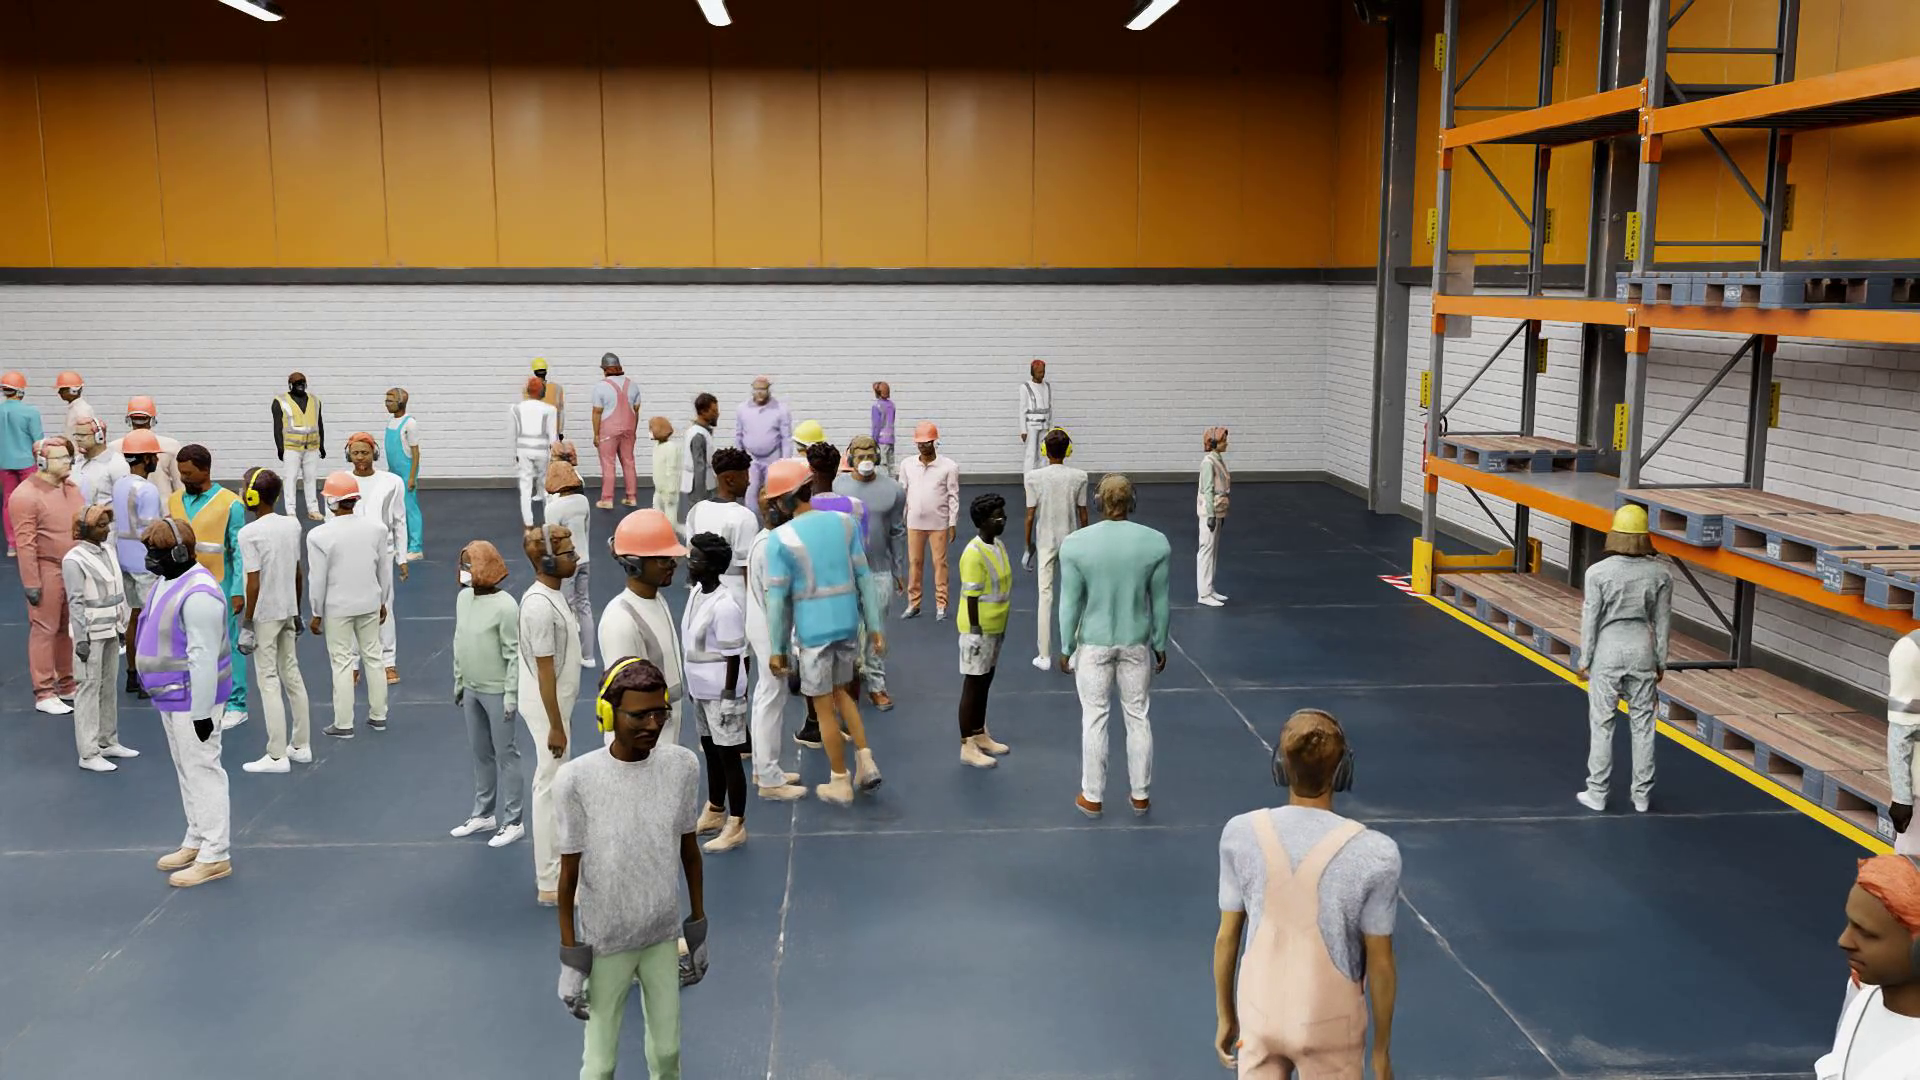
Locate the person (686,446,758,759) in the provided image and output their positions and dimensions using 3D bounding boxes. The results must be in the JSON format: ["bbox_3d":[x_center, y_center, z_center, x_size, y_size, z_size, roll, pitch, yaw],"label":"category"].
[{"bbox_3d":[-1.458,0.389,10.457,0.609,1.960,0.369,8,12,42],"label":"person"}]

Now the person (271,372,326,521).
[{"bbox_3d":[-8.099,-1.140,20.441,0.429,1.845,0.622,9,13,44],"label":"person"}]

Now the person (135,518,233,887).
[{"bbox_3d":[-3.871,0.796,8.322,0.429,1.837,0.624,-7,12,-38],"label":"person"}]

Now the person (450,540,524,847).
[{"bbox_3d":[-2.520,0.809,8.851,0.499,1.634,0.279,7,11,36],"label":"person"}]

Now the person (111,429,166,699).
[{"bbox_3d":[-5.850,0.166,11.976,0.544,1.931,0.392,8,12,42],"label":"person"}]

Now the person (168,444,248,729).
[{"bbox_3d":[-5.034,0.305,11.147,0.597,1.912,0.383,3,9,17],"label":"person"}]

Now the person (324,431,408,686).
[{"bbox_3d":[-4.373,0.141,12.268,0.573,1.883,0.357,-3,10,-18],"label":"person"}]

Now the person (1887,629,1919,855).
[{"bbox_3d":[4.047,0.993,6.798,0.585,1.922,0.378,-3,10,-19],"label":"person"}]

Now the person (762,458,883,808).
[{"bbox_3d":[-0.819,0.528,9.510,0.654,1.988,0.611,-8,12,-40],"label":"person"}]

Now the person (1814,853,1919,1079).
[{"bbox_3d":[1.934,1.551,3.450,0.351,1.878,0.569,2,9,11],"label":"person"}]

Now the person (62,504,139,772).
[{"bbox_3d":[-5.296,0.590,10.217,0.309,1.636,0.523,0,9,-1],"label":"person"}]

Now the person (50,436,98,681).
[{"bbox_3d":[-6.668,0.136,12.465,0.355,1.835,0.515,3,9,17],"label":"person"}]

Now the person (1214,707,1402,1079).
[{"bbox_3d":[0.961,1.380,4.681,0.513,1.832,0.381,5,10,29],"label":"person"}]

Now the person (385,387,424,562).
[{"bbox_3d":[-5.910,-0.692,17.615,0.507,1.847,0.343,8,12,41],"label":"person"}]

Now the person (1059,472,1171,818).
[{"bbox_3d":[0.859,0.588,9.285,0.635,1.937,0.352,-1,9,-6],"label":"person"}]

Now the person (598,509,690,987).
[{"bbox_3d":[-1.326,0.878,7.139,0.374,2.044,0.606,0,9,2],"label":"person"}]

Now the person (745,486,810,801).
[{"bbox_3d":[-1.069,0.578,9.639,0.344,1.845,0.506,-2,9,-10],"label":"person"}]

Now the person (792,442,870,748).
[{"bbox_3d":[-0.866,0.351,10.686,0.613,1.963,0.361,-5,10,-28],"label":"person"}]

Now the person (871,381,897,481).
[{"bbox_3d":[-1.009,-1.271,21.899,0.310,1.638,0.523,4,10,26],"label":"person"}]

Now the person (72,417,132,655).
[{"bbox_3d":[-6.868,-0.028,13.257,0.638,1.909,0.408,4,10,23],"label":"person"}]

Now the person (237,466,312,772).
[{"bbox_3d":[-4.211,0.483,10.145,0.315,1.875,0.532,3,9,16],"label":"person"}]

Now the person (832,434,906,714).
[{"bbox_3d":[-0.667,0.230,11.532,0.629,1.940,0.379,-3,10,-18],"label":"person"}]

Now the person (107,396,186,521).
[{"bbox_3d":[-6.997,-0.246,14.344,0.622,1.992,0.395,-5,10,-27],"label":"person"}]

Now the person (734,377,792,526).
[{"bbox_3d":[-2.245,-0.890,18.763,0.675,1.867,0.913,1,9,3],"label":"person"}]

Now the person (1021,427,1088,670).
[{"bbox_3d":[0.733,0.067,12.771,0.521,1.873,0.335,0,9,-2],"label":"person"}]

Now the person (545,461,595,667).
[{"bbox_3d":[-2.982,0.208,12.661,0.280,1.625,0.493,4,10,25],"label":"person"}]

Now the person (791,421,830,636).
[{"bbox_3d":[-1.253,-0.072,13.771,0.404,1.829,0.592,-3,9,-17],"label":"person"}]

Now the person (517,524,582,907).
[{"bbox_3d":[-1.947,0.837,8.014,0.343,1.846,0.507,-2,9,-13],"label":"person"}]

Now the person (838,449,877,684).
[{"bbox_3d":[-0.755,0.192,12.344,0.327,1.753,0.560,-1,9,-3],"label":"person"}]

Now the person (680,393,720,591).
[{"bbox_3d":[-2.483,-0.445,15.922,0.416,1.906,0.621,-1,9,-7],"label":"person"}]

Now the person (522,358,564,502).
[{"bbox_3d":[-5.583,-1.474,22.279,0.591,1.923,0.382,-8,12,-41],"label":"person"}]

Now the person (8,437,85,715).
[{"bbox_3d":[-6.265,0.238,11.579,0.399,1.911,0.642,1,9,7],"label":"person"}]

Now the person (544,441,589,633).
[{"bbox_3d":[-3.324,-0.025,14.069,0.307,1.639,0.525,-7,11,-38],"label":"person"}]

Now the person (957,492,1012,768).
[{"bbox_3d":[0.155,0.545,10.313,0.320,1.695,0.537,3,10,19],"label":"person"}]

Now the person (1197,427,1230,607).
[{"bbox_3d":[2.328,-0.221,15.301,0.309,1.641,0.514,3,9,17],"label":"person"}]

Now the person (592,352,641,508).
[{"bbox_3d":[-4.527,-1.441,21.706,0.683,2.000,0.535,-9,12,-43],"label":"person"}]

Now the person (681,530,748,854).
[{"bbox_3d":[-1.295,0.791,8.761,0.322,1.699,0.533,-5,10,-29],"label":"person"}]

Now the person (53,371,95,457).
[{"bbox_3d":[-9.663,-0.862,18.264,0.422,1.985,0.613,-7,11,-36],"label":"person"}]

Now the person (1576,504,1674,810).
[{"bbox_3d":[3.755,0.664,9.420,0.491,1.742,0.308,1,9,5],"label":"person"}]

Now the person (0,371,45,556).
[{"bbox_3d":[-10.118,-0.814,17.906,0.609,1.996,0.379,0,9,1],"label":"person"}]

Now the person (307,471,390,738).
[{"bbox_3d":[-4.011,0.417,10.925,0.318,1.756,0.562,8,12,40],"label":"person"}]

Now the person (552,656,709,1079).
[{"bbox_3d":[-1.025,1.273,5.239,0.515,1.860,0.325,-6,11,-33],"label":"person"}]

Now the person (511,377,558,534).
[{"bbox_3d":[-5.008,-1.012,19.652,0.580,1.828,1.014,0,9,-2],"label":"person"}]

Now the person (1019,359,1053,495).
[{"bbox_3d":[1.054,-1.539,22.844,0.584,1.879,0.366,-8,12,-43],"label":"person"}]

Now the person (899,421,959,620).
[{"bbox_3d":[-0.288,-0.168,14.611,0.566,1.751,0.329,2,9,14],"label":"person"}]
